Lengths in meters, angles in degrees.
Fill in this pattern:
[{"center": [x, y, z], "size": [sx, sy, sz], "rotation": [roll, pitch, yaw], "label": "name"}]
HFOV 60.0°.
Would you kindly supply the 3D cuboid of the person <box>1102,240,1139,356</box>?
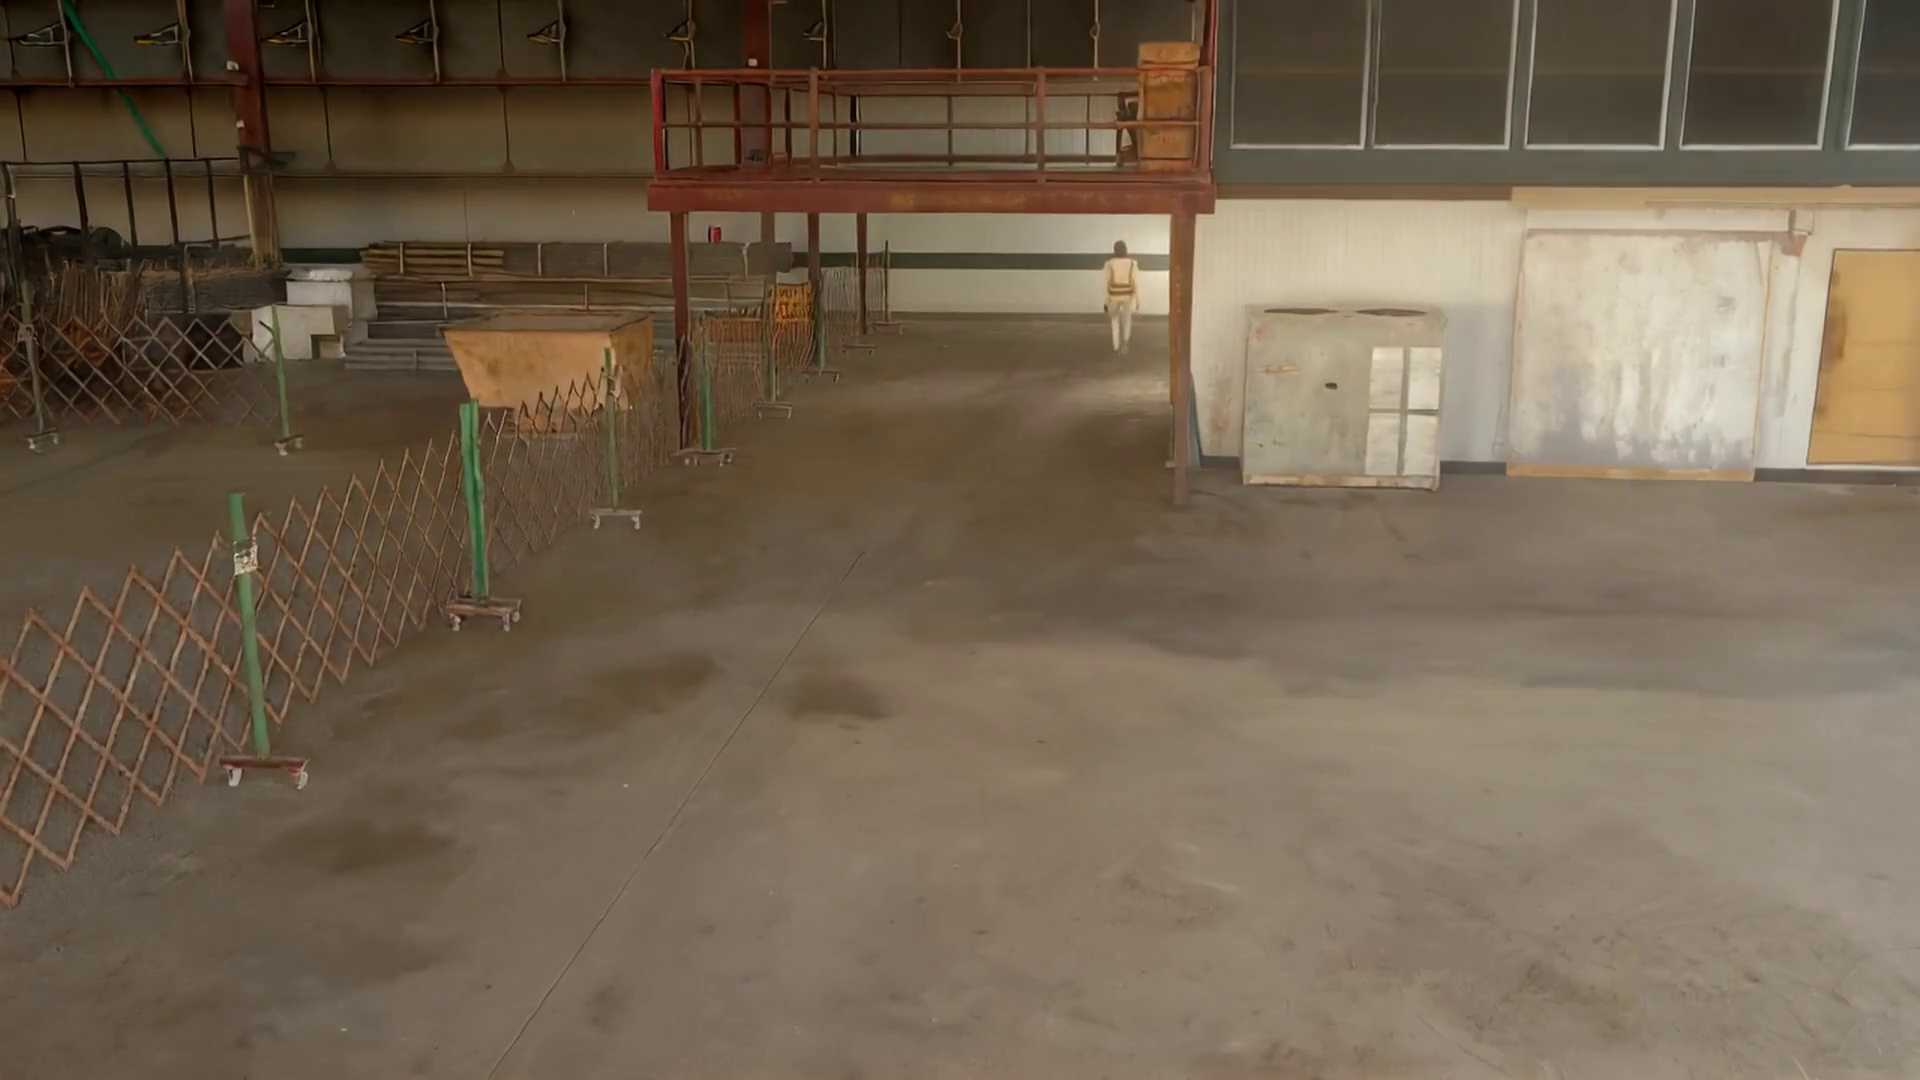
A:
[{"center": [2.582, -3.867, 26.704], "size": [0.613, 1.868, 0.473], "rotation": [0, 14, 1], "label": "person"}]
